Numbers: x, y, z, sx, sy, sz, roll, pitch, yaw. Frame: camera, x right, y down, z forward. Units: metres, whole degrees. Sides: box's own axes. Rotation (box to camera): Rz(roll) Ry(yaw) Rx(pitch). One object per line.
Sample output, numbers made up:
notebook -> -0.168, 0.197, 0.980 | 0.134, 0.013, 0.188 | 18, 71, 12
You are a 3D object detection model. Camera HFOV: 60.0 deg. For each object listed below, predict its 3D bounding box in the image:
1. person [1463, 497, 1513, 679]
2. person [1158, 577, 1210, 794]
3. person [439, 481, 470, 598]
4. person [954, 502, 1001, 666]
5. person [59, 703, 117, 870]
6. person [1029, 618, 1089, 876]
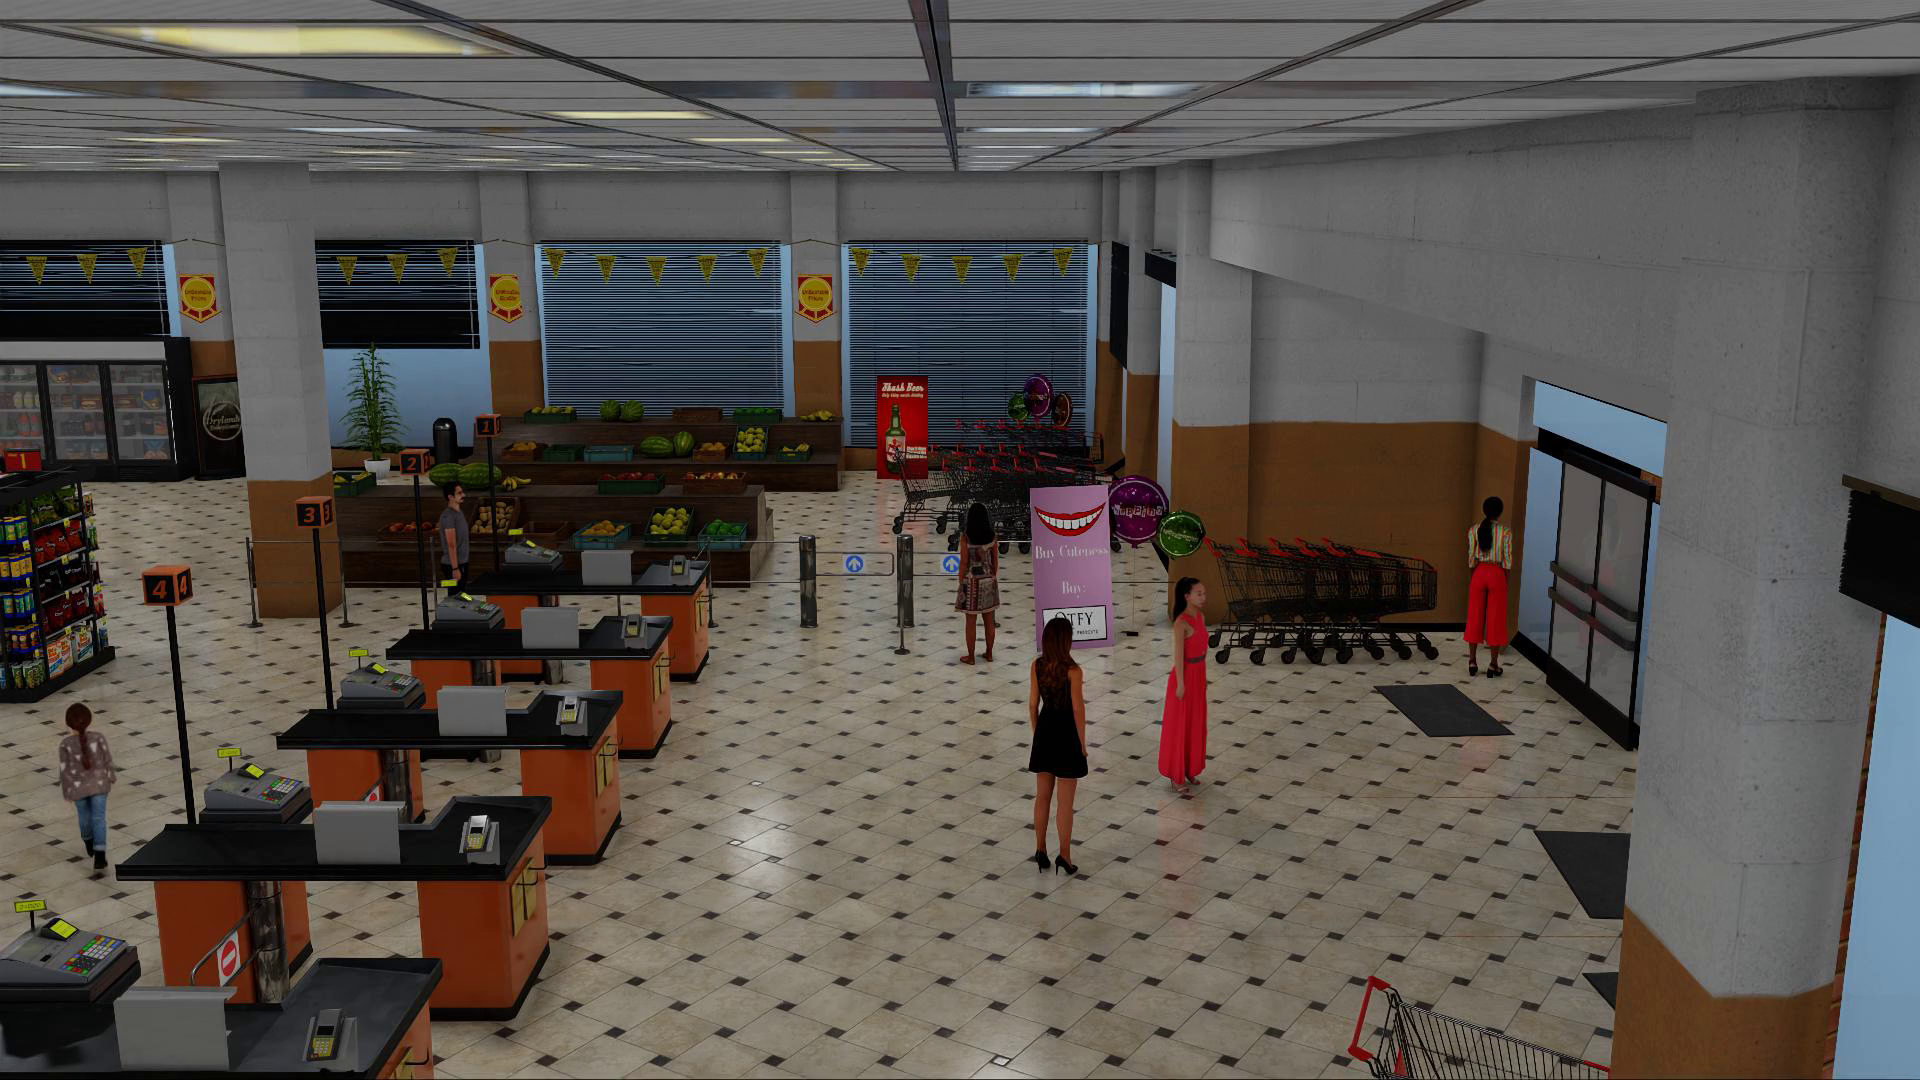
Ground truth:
person -> 5.171, 0.452, 16.272 | 0.631, 1.793, 0.736 | 7, 14, 30
person -> 1.812, 1.135, 13.194 | 0.750, 1.726, 0.715 | 8, 15, 35
person -> -5.257, 0.249, 17.334 | 0.586, 1.754, 0.649 | -2, 12, -10
person -> 0.182, 0.429, 16.745 | 0.640, 1.645, 0.784 | -6, 13, -27
person -> -6.098, 1.744, 11.651 | 0.843, 1.170, 0.752 | -5, 13, -24
person -> 0.669, 1.429, 11.537 | 0.631, 1.834, 0.728 | 8, 14, 32
